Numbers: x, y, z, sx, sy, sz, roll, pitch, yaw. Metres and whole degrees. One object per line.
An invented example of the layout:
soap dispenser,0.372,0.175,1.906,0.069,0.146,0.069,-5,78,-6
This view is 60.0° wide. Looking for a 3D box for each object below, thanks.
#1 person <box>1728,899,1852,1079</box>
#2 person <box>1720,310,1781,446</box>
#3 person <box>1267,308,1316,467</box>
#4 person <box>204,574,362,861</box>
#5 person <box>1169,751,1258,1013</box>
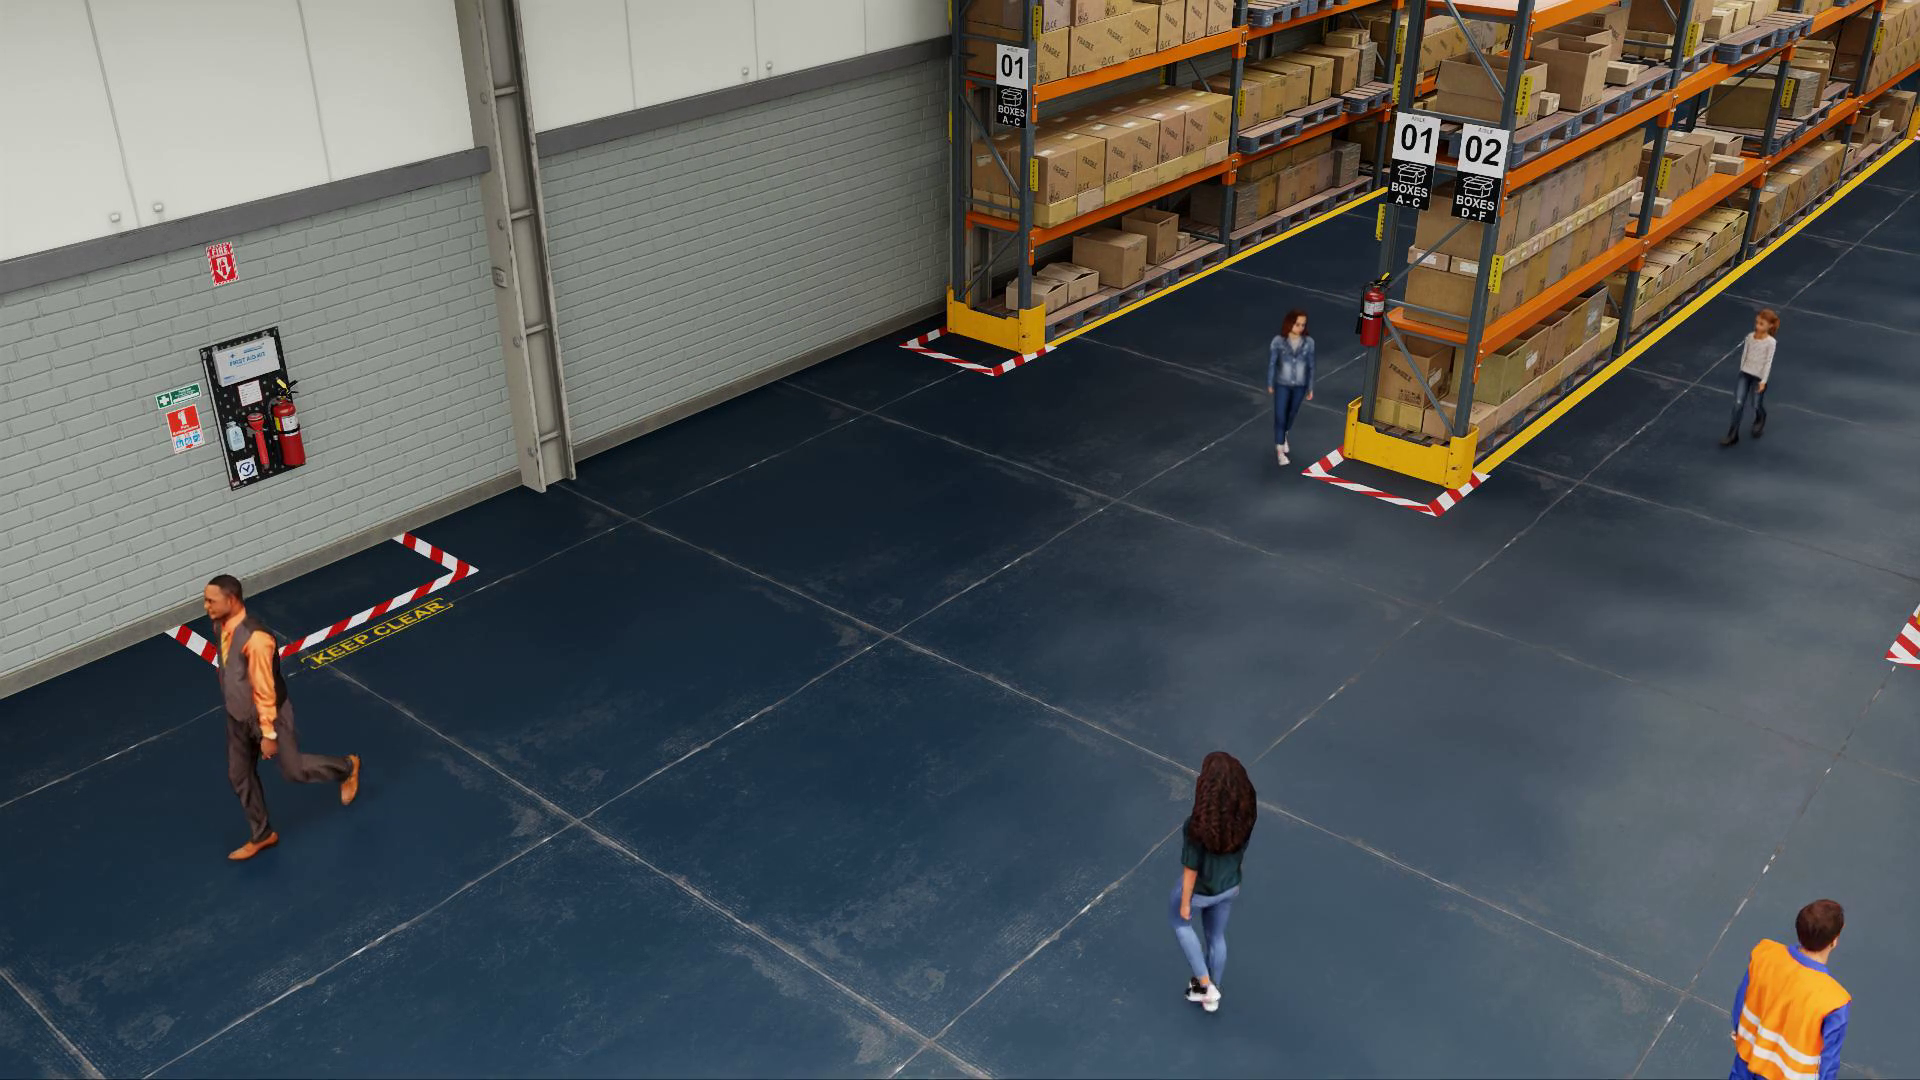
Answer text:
person,3.714,2.400,7.582,0.779,1.864,0.801,-10,30,-19
person,7.468,-1.524,15.551,0.905,1.300,0.604,-19,34,-32
person,3.019,-1.437,15.236,0.933,1.442,1.017,0,28,0
person,-4.168,1.035,10.130,0.754,1.878,1.194,19,33,31
person,1.373,1.880,8.835,0.665,1.604,0.752,-14,31,-24
